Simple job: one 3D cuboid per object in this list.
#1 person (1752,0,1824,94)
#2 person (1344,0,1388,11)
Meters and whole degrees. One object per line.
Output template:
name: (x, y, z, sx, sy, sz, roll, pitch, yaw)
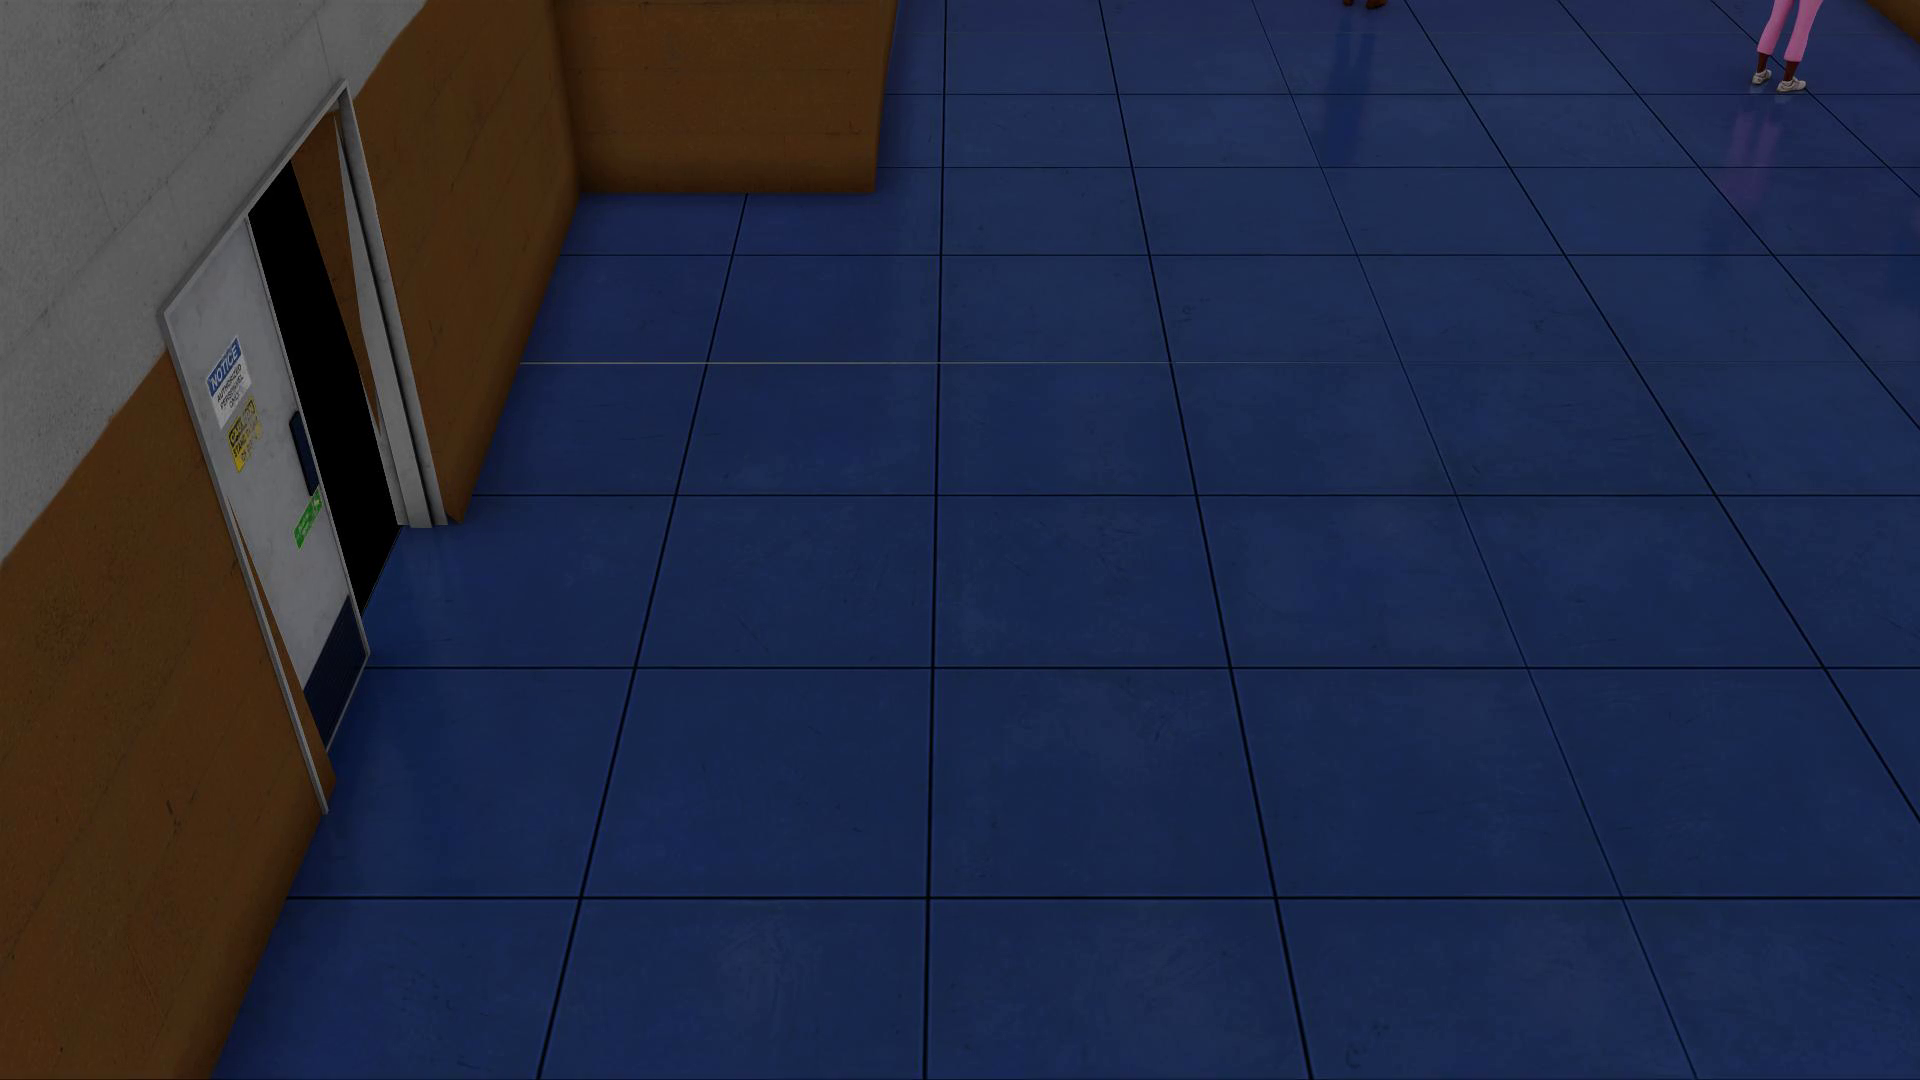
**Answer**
person: (6.315, -4.236, 12.408, 0.695, 1.736, 0.657, -26, 44, -30)
person: (3.461, -5.321, 13.870, 0.645, 1.716, 0.764, 18, 41, 23)
